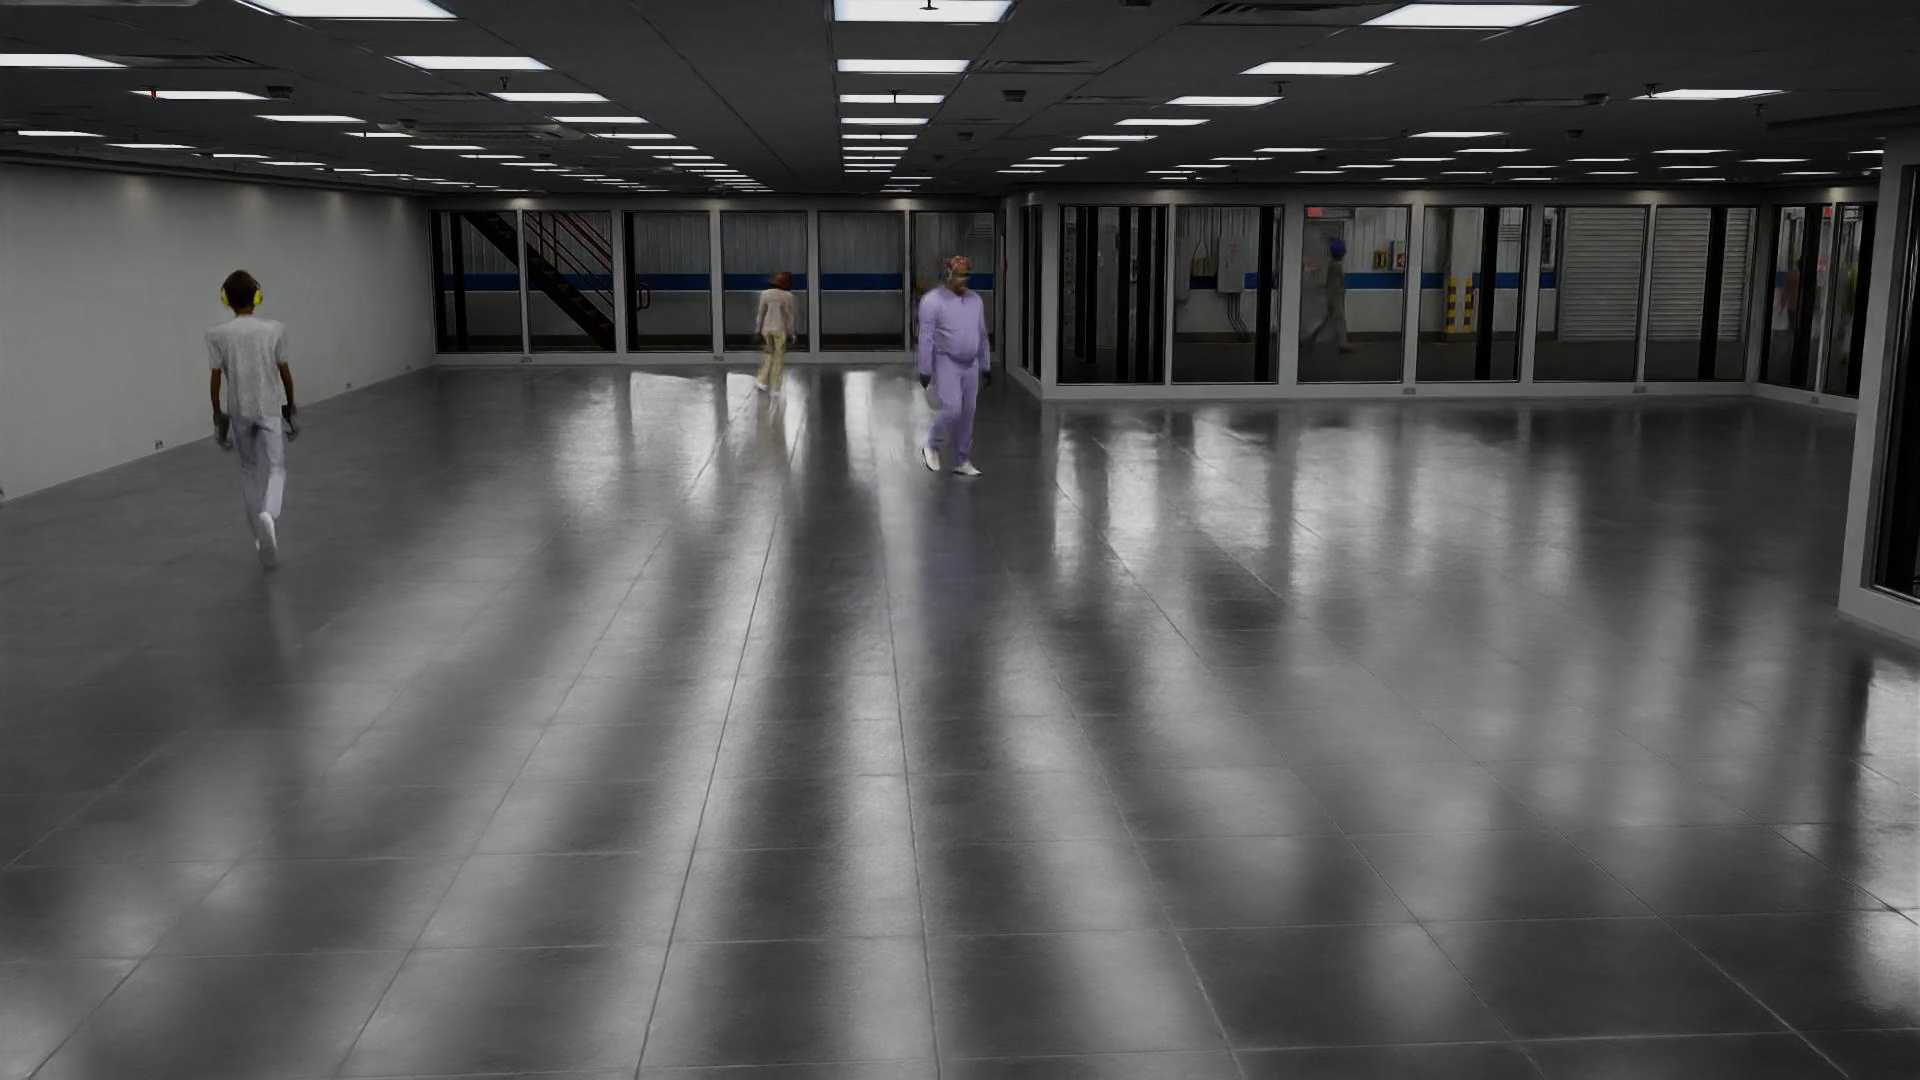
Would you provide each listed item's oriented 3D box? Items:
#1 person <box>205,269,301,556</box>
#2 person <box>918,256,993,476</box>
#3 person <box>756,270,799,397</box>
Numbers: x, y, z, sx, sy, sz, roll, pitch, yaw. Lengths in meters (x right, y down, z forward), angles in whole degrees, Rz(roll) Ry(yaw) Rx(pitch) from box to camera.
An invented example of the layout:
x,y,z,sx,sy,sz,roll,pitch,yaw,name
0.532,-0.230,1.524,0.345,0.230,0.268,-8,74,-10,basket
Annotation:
x,y,z,sx,sy,sz,roll,pitch,yaw,name
-4.522,-0.801,10.674,0.527,1.854,0.718,-3,11,-16,person
-0.032,-1.479,14.229,0.644,1.884,0.433,-9,14,-41,person
-2.318,-2.609,21.106,0.579,1.599,0.369,5,12,25,person
